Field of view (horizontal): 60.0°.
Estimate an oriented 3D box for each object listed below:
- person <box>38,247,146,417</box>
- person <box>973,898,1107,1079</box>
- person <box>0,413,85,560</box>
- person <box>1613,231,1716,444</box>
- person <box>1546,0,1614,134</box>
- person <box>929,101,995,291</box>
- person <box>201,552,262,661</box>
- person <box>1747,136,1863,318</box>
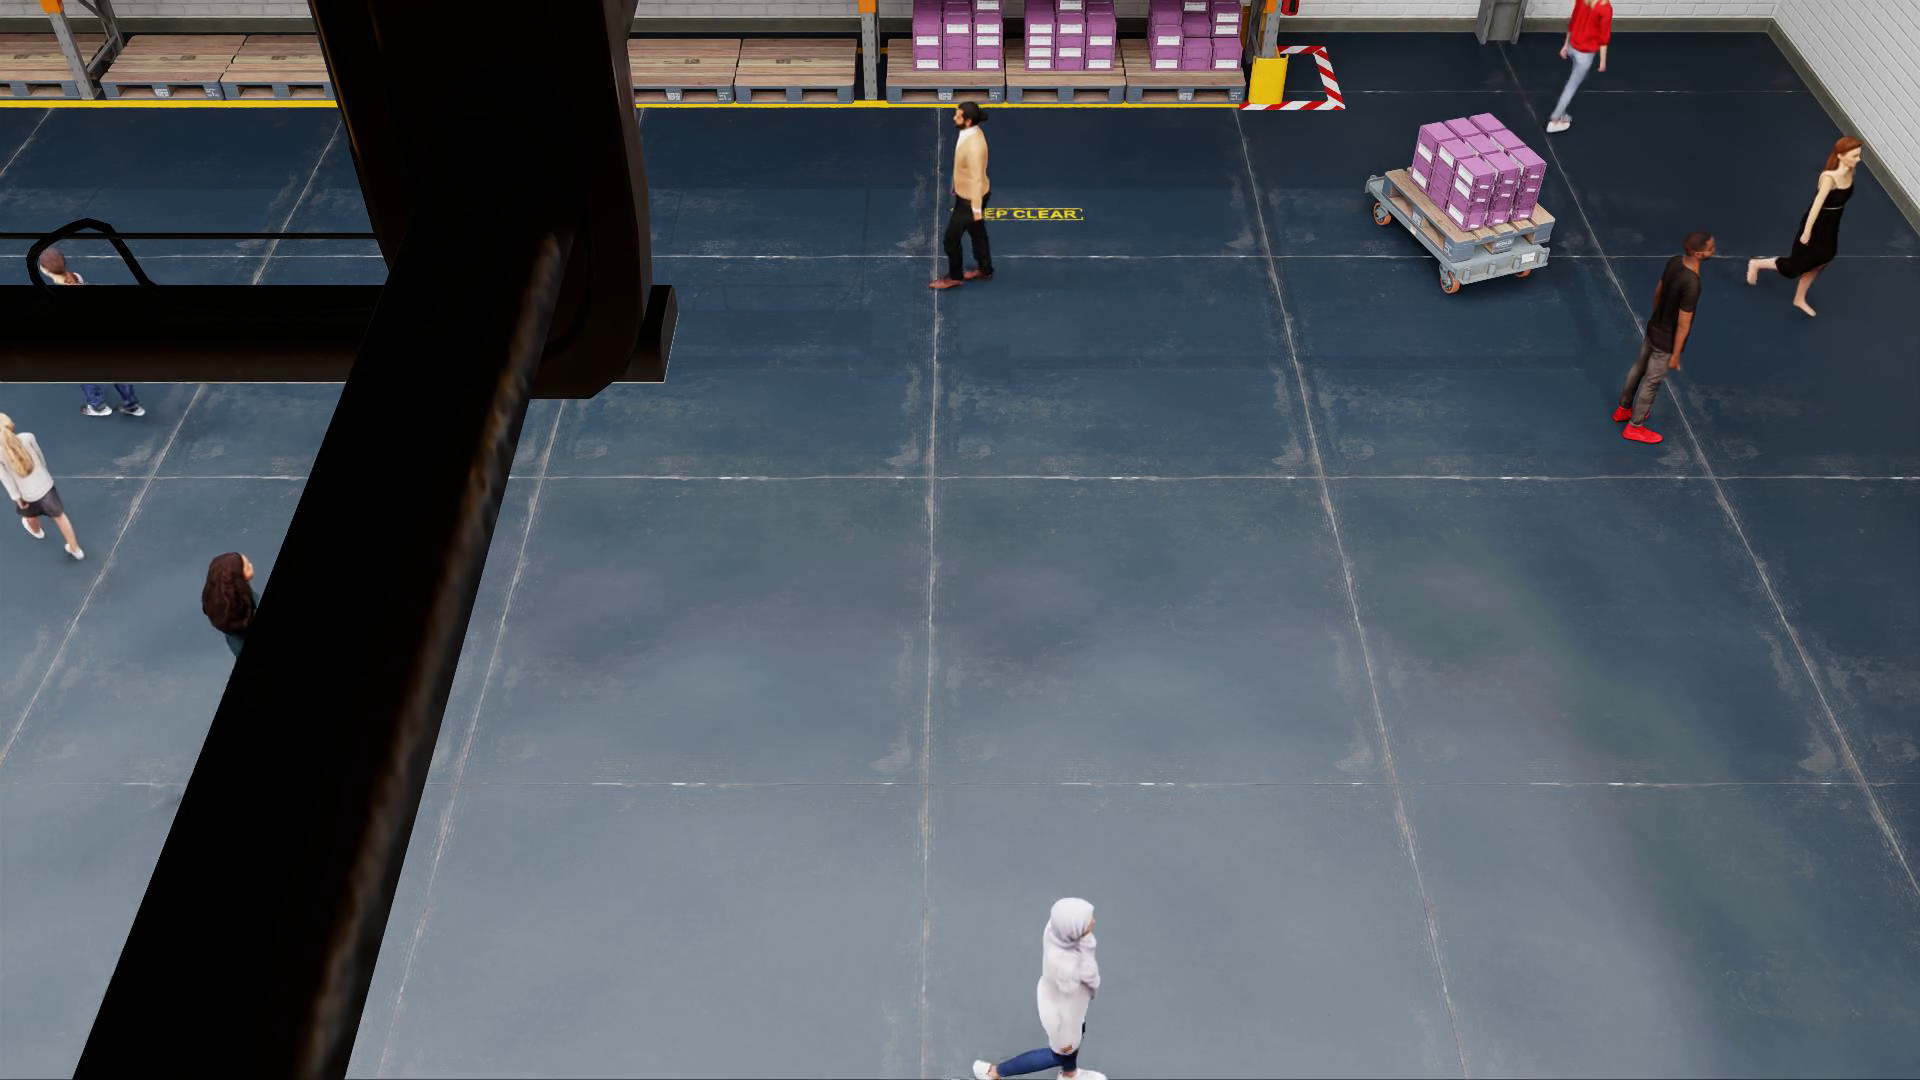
[{"bbox_3d":[-6.648,-1.570,12.798,0.792,1.540,0.656,13,45,13],"label":"person"},{"bbox_3d":[0.438,2.374,8.499,0.935,1.758,0.612,0,44,0],"label":"person"},{"bbox_3d":[-6.507,-0.357,11.736,0.892,1.247,0.807,31,52,28],"label":"person"},{"bbox_3d":[5.329,-1.558,12.593,0.516,1.805,0.628,-1,44,-1],"label":"person"},{"bbox_3d":[5.894,-4.654,15.925,0.699,1.690,0.706,-14,45,-14],"label":"person"},{"bbox_3d":[0.170,-2.906,14.056,0.809,1.738,0.690,-2,44,-2],"label":"person"},{"bbox_3d":[-4.412,0.766,10.317,1.126,1.579,1.041,-32,52,-29],"label":"person"},{"bbox_3d":[7.097,-2.662,13.894,0.928,1.609,0.924,-26,49,-25],"label":"person"}]
